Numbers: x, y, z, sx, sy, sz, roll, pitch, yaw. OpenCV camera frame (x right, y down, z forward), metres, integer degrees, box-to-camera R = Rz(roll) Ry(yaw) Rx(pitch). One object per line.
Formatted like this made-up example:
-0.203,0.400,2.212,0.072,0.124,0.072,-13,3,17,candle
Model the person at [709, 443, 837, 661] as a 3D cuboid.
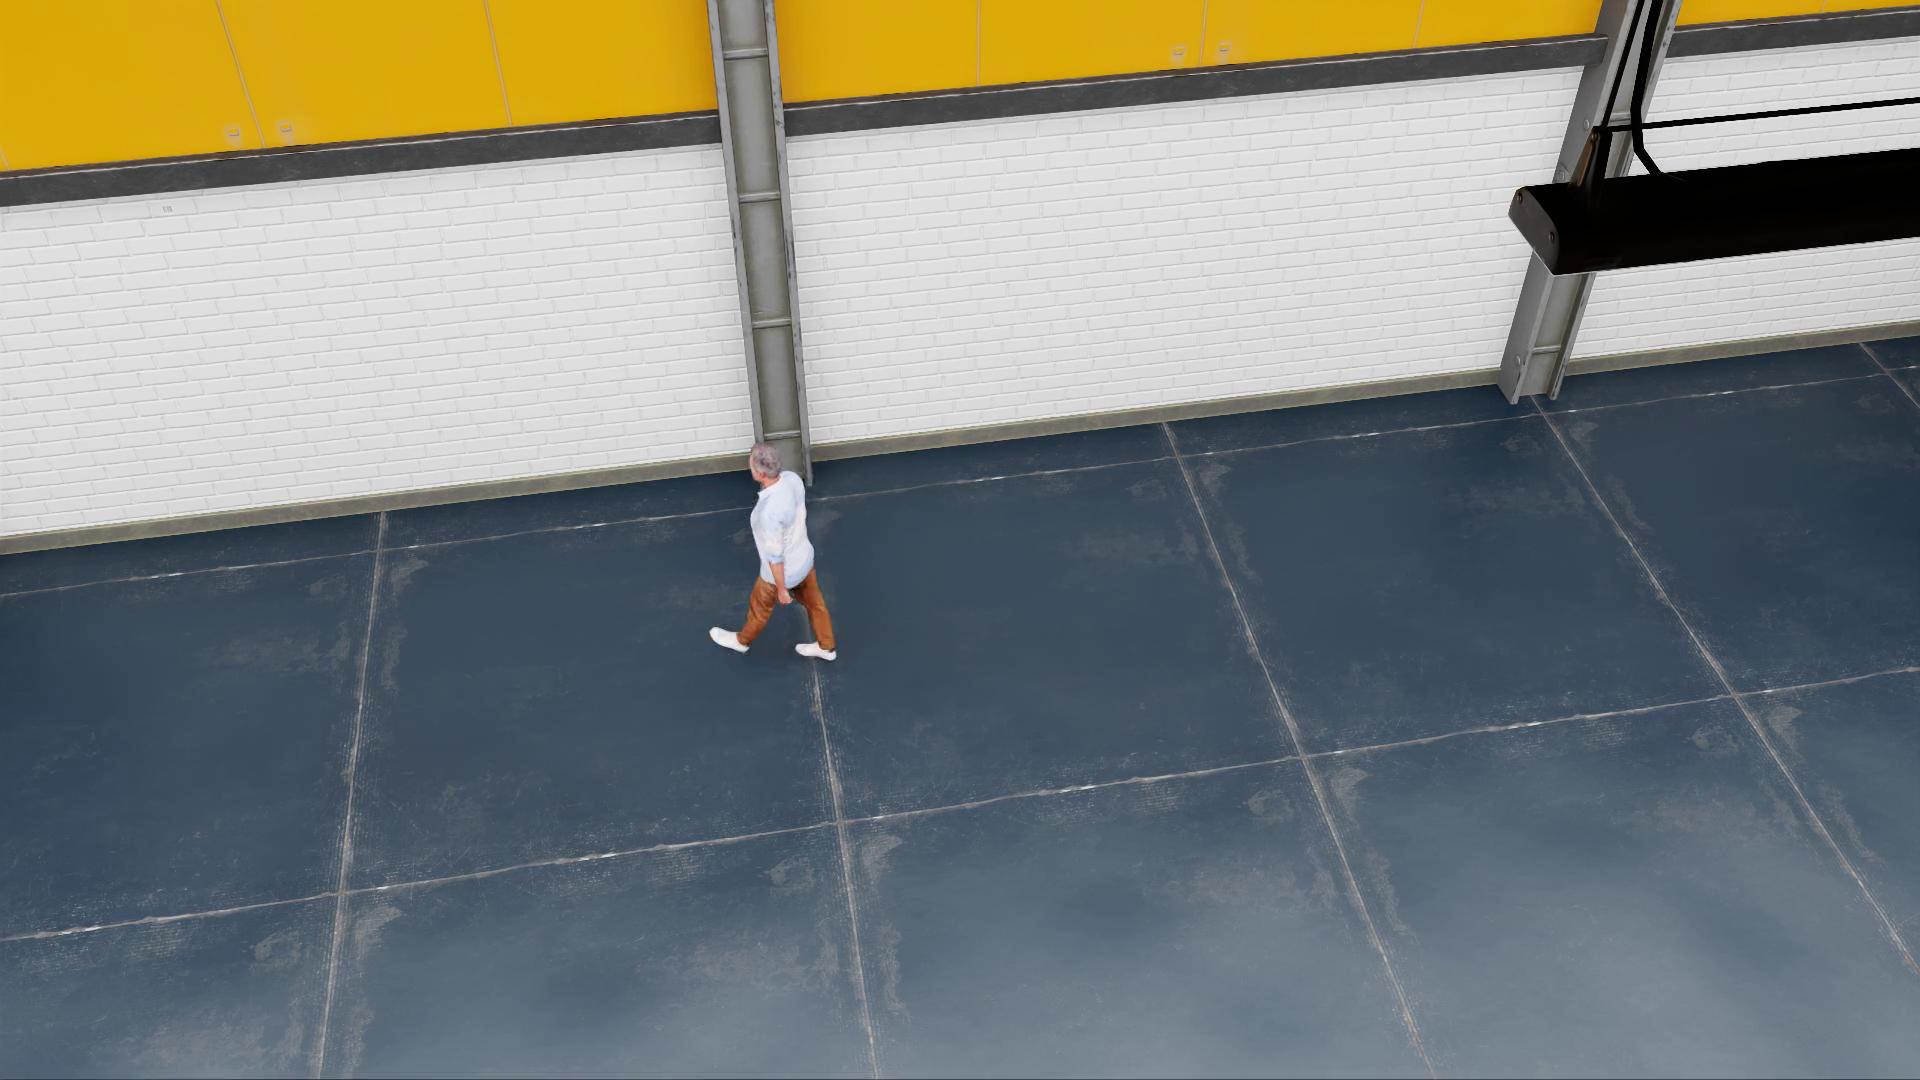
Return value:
-1.037,0.155,10.701,1.196,1.787,1.015,12,45,12,person
